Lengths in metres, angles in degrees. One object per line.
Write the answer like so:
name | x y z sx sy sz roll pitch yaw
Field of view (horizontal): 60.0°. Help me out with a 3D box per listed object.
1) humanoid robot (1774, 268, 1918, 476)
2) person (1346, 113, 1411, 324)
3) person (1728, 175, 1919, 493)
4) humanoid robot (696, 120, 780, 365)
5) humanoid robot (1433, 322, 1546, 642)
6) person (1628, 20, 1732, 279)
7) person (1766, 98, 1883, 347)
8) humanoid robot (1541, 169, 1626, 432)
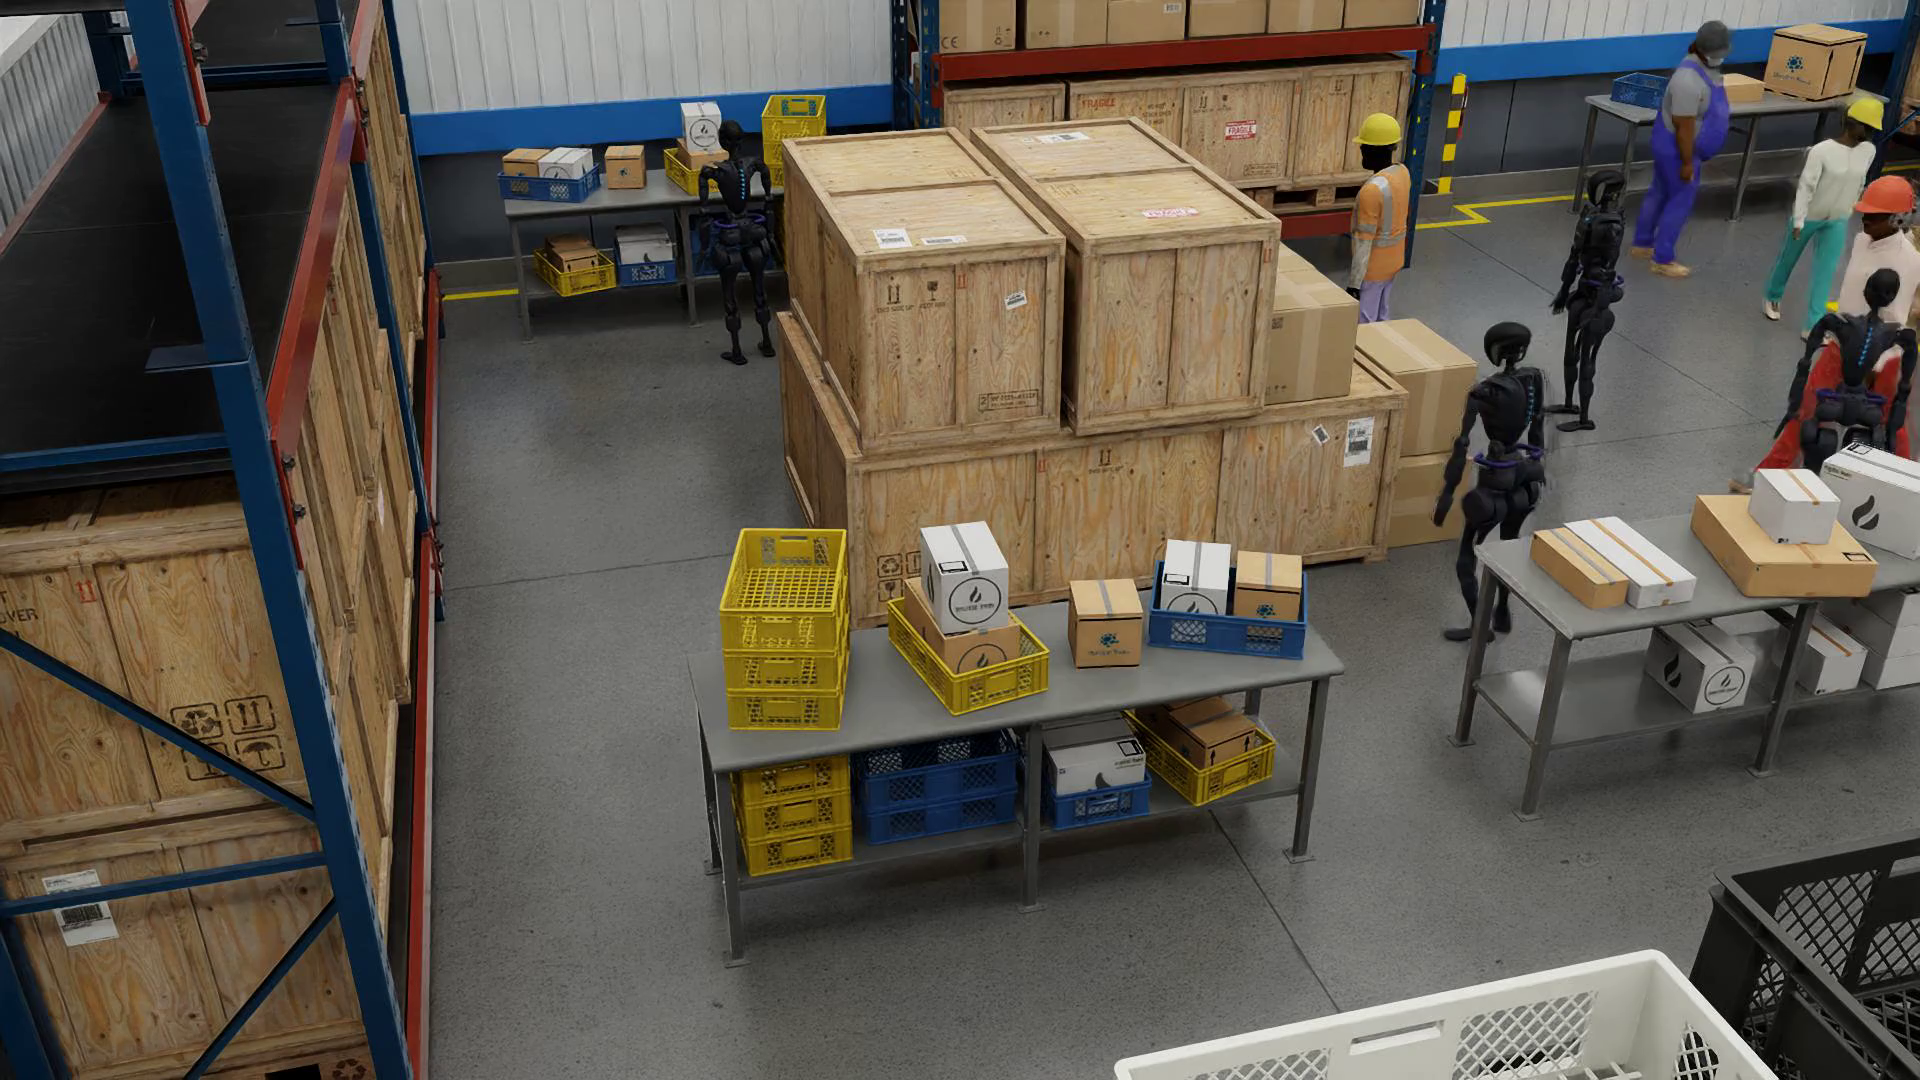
humanoid robot | 4.671 -0.606 8.813 0.584 1.615 0.612 10 30 18
person | 2.607 -1.750 10.591 0.405 1.918 0.582 17 33 28
person | 5.135 -1.108 9.419 1.061 1.933 0.635 -2 29 -4
humanoid robot | -1.509 -2.028 11.324 0.610 1.657 0.315 -18 33 -29
humanoid robot | 2.681 -0.289 8.183 0.739 1.641 0.364 -17 33 -28
person | 5.611 -3.055 12.828 0.541 2.000 0.725 11 31 19
person | 6.094 -2.271 11.738 0.554 1.699 0.920 -1 29 -2
humanoid robot | 3.918 -1.496 10.365 0.308 1.652 0.590 -2 29 -4
